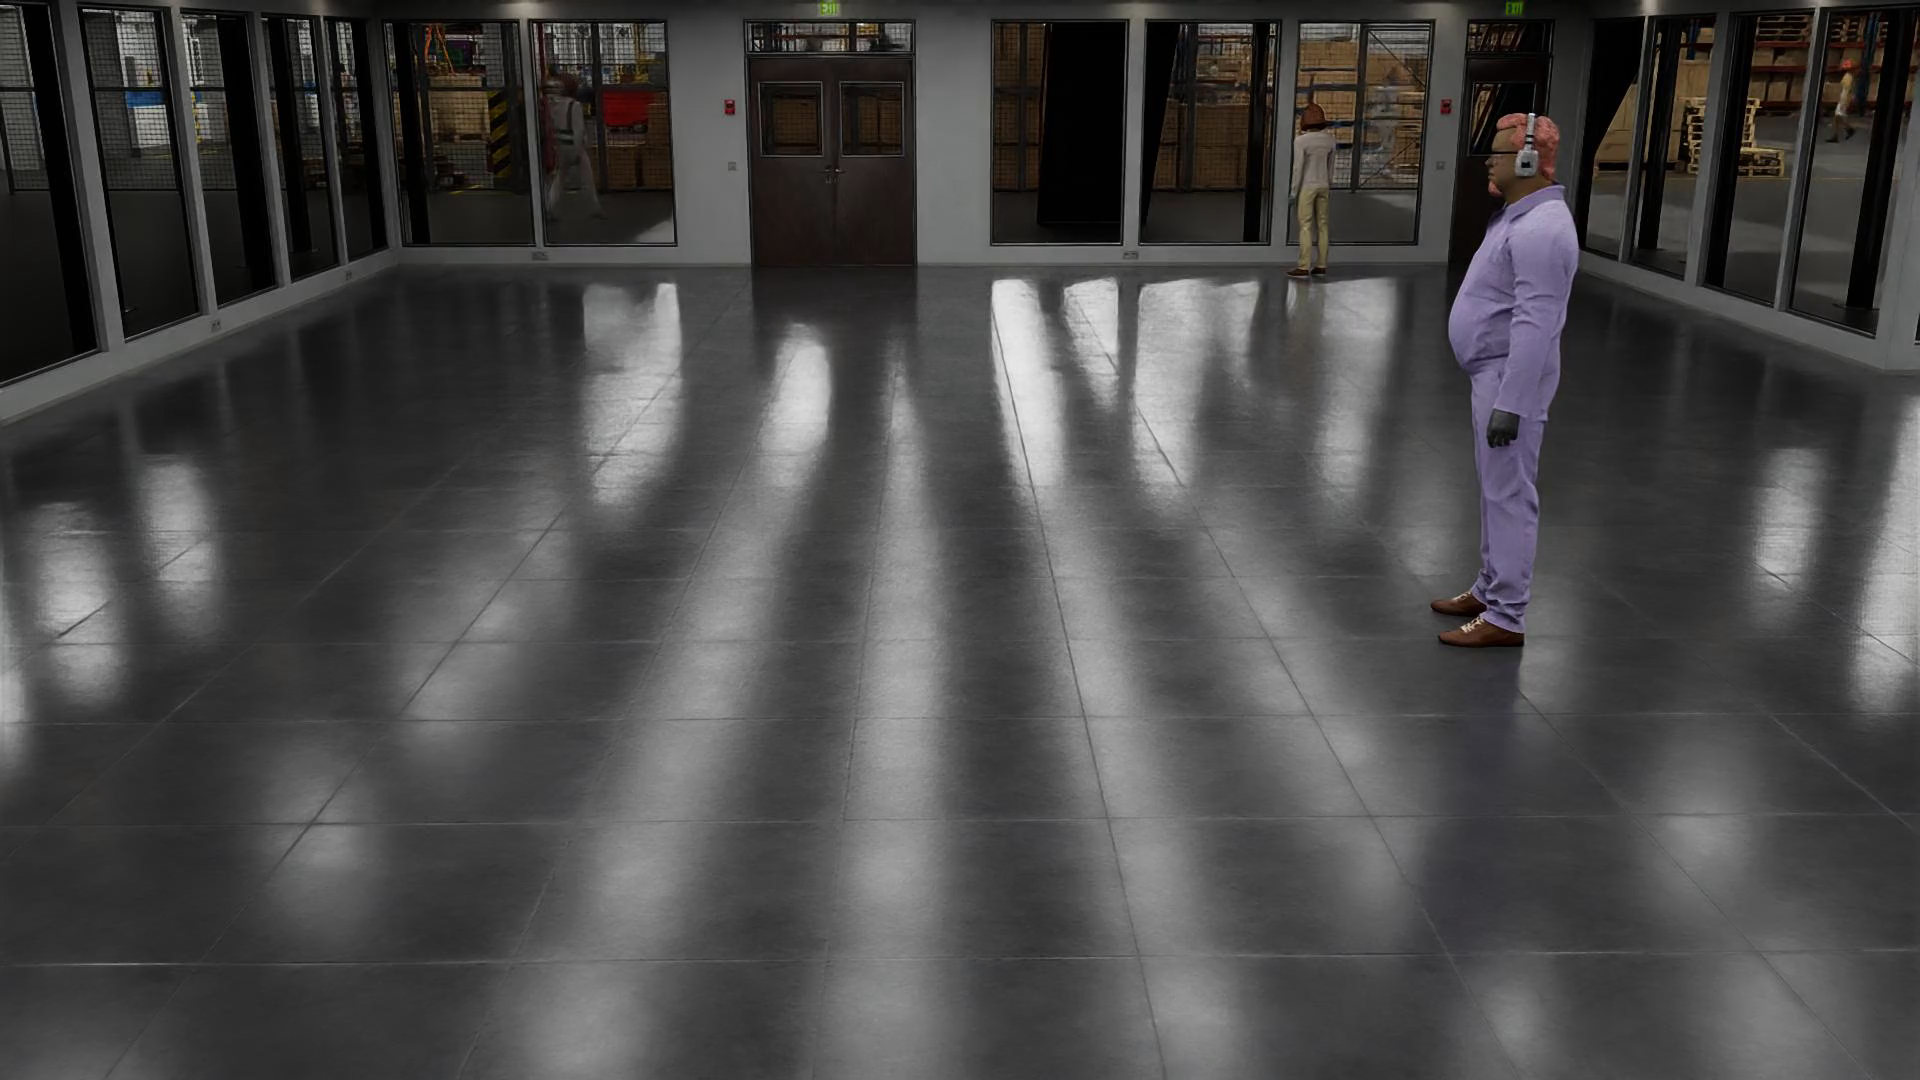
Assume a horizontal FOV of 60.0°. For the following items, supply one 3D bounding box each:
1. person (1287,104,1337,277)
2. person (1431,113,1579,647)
[{"bbox_3d":[3.369,-3.342,15.951,0.498,1.633,0.282,-9,18,-27],"label":"person"},{"bbox_3d":[1.959,-0.559,6.008,0.408,1.908,0.643,4,17,12],"label":"person"}]
